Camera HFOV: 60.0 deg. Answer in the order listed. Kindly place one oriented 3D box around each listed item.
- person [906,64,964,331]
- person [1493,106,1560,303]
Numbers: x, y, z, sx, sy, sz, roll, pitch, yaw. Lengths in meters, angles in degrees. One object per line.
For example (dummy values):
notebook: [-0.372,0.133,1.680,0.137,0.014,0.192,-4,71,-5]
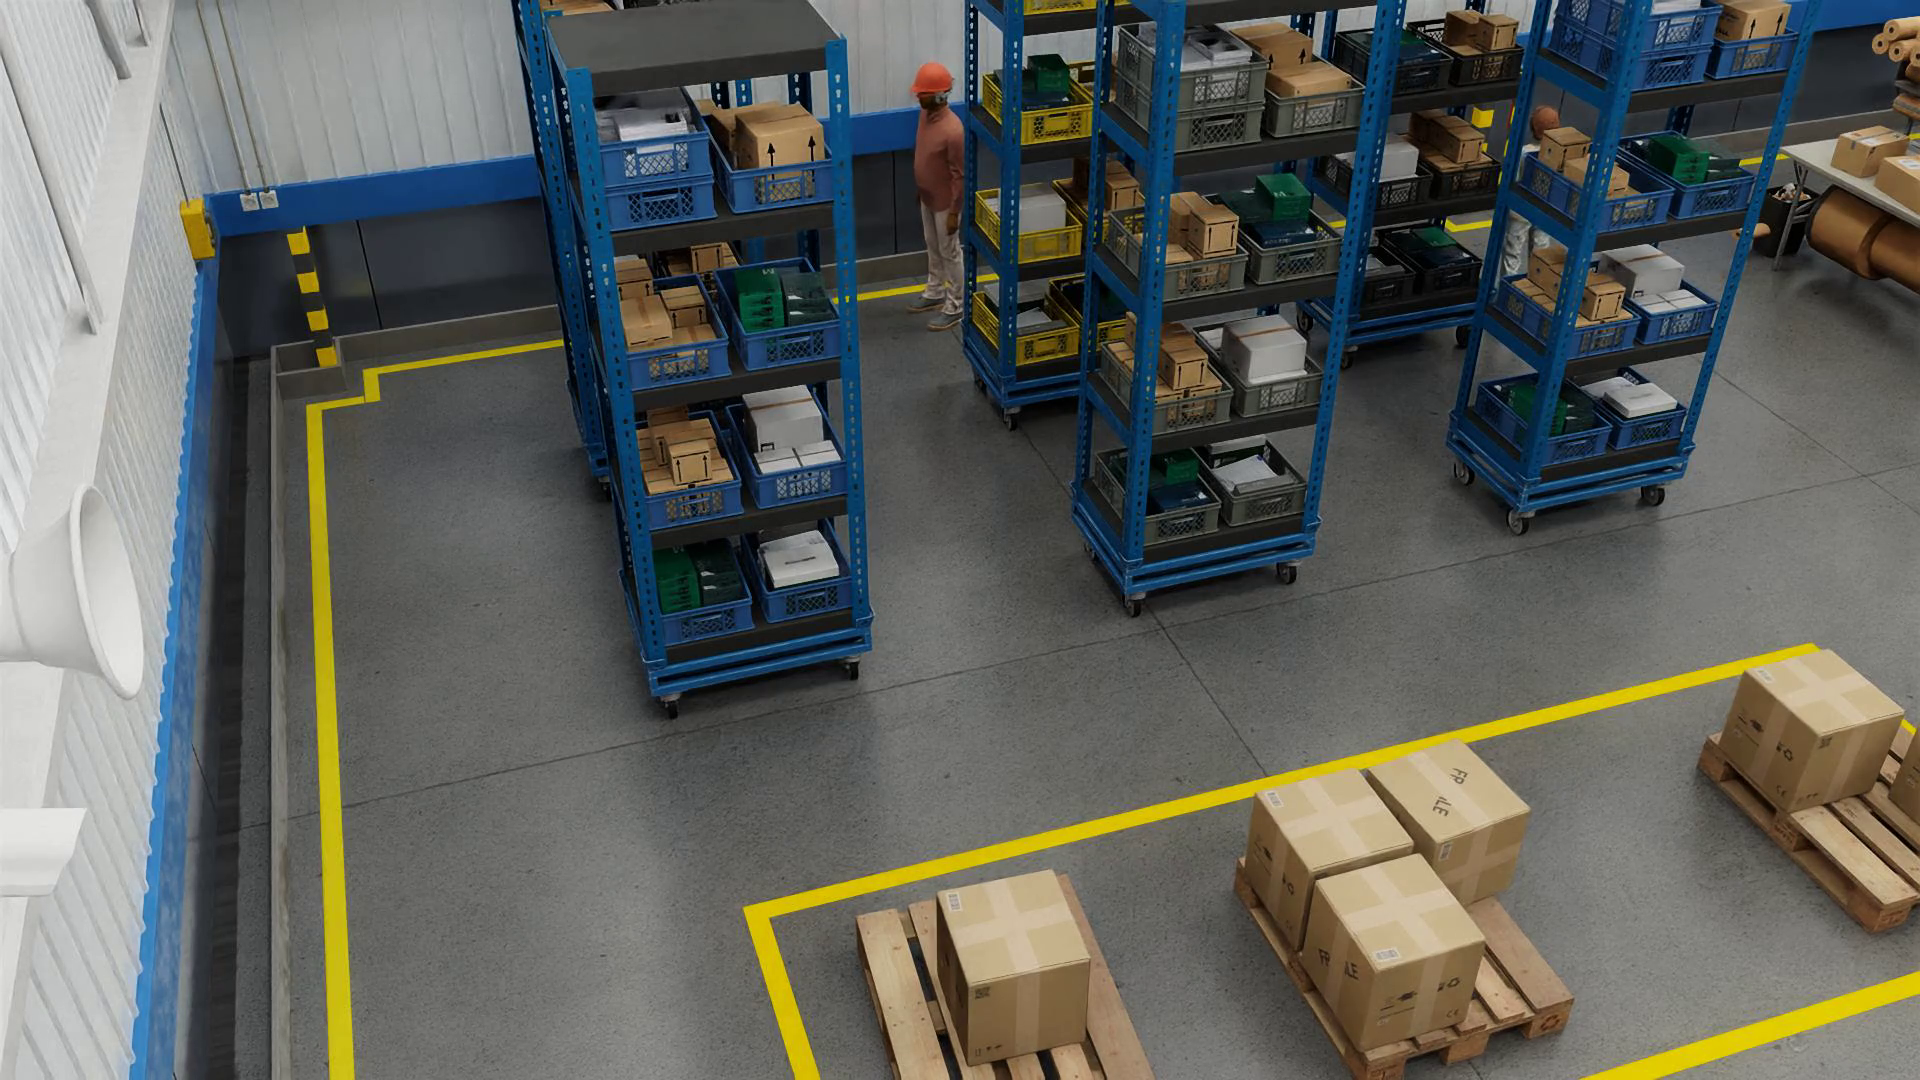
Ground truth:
person: [-0.171,-2.487,12.083,0.397,1.984,0.608,-16,38,-21]
person: [4.173,-2.381,12.227,0.514,1.639,0.317,-7,36,-10]
